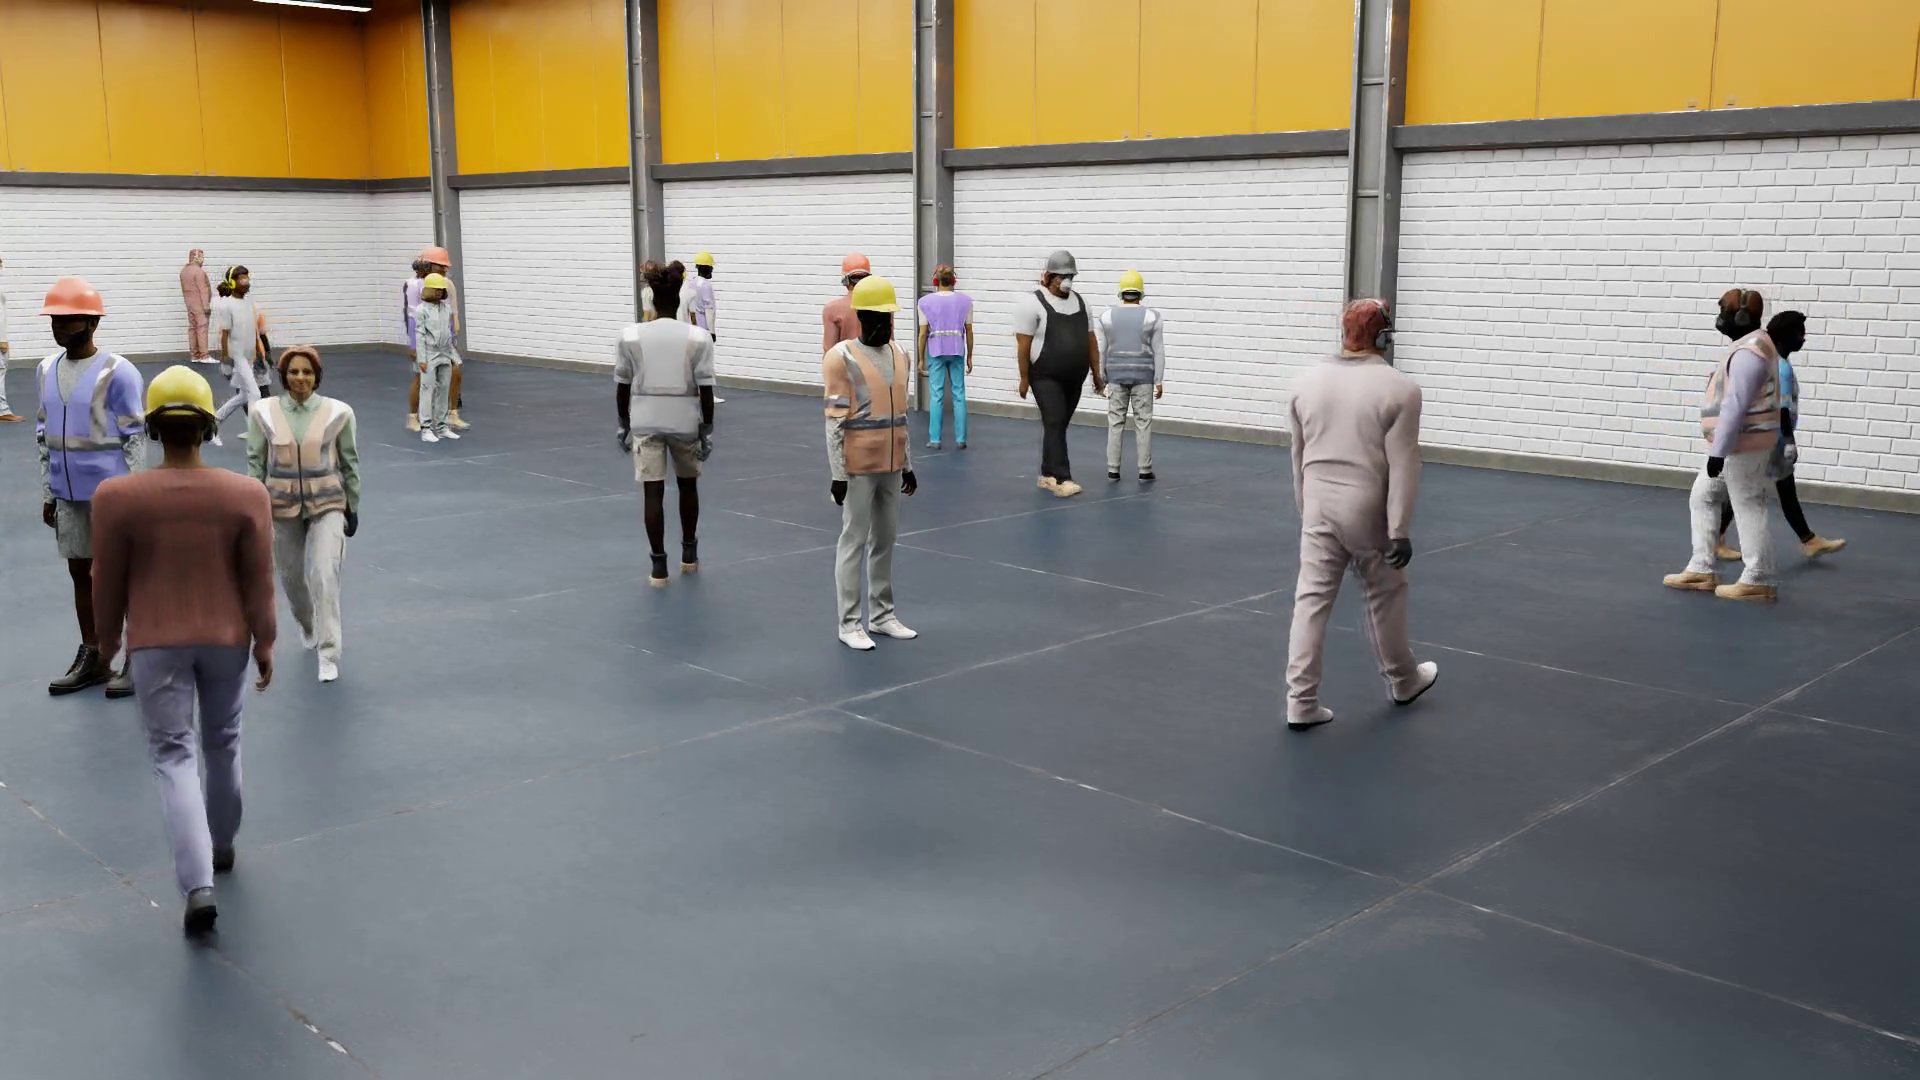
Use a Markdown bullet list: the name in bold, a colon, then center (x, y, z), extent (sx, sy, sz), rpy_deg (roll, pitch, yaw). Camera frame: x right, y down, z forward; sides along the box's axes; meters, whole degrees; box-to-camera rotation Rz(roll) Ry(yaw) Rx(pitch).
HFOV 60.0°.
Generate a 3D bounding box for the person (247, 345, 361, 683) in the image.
- **person**: center (-3.201, -0.161, 8.175), extent (0.510, 1.615, 0.728), rpy_deg (-2, 11, -13)

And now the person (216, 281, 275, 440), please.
- **person**: center (-7.432, -1.879, 17.404), extent (0.403, 1.662, 0.640), rpy_deg (5, 11, 25)

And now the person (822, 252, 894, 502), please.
- **person**: center (-0.808, -1.262, 13.239), extent (0.612, 1.964, 0.375), rpy_deg (-5, 11, -24)

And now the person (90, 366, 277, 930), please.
- **person**: center (-2.424, 0.316, 5.254), extent (0.521, 1.729, 0.875), rpy_deg (-7, 13, -34)

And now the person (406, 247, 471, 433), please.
- **person**: center (-5.636, -2.145, 17.954), extent (0.852, 1.999, 0.643), rpy_deg (6, 12, 31)

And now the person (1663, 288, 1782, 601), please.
- **person**: center (4.469, -0.556, 9.763), extent (0.732, 1.817, 0.665), rpy_deg (5, 11, 25)

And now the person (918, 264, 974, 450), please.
- **person**: center (-0.142, -1.815, 16.561), extent (0.564, 1.850, 0.390), rpy_deg (-2, 11, -10)

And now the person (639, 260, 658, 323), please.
- **person**: center (-3.704, -2.506, 20.383), extent (0.538, 1.828, 0.513), rpy_deg (4, 11, 22)

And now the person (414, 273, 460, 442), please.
- **person**: center (-5.435, -1.897, 17.302), extent (0.323, 1.741, 0.492), rpy_deg (5, 12, 26)

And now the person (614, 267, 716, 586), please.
- **person**: center (-1.830, -0.720, 10.367), extent (0.630, 1.932, 0.886), rpy_deg (-1, 10, -8)

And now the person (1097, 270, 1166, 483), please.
- **person**: center (1.477, -1.401, 14.342), extent (0.597, 1.836, 0.404), rpy_deg (3, 11, 15)

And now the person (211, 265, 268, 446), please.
- **person**: center (-7.237, -1.823, 16.622), extent (0.823, 1.847, 0.518), rpy_deg (1, 10, 5)

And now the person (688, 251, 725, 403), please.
- **person**: center (-3.261, -2.708, 21.220), extent (0.370, 1.927, 0.588), rpy_deg (-7, 12, -32)

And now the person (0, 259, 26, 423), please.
- **person**: center (-11.016, -2.294, 18.950), extent (0.629, 1.934, 0.377), rpy_deg (9, 14, 40)

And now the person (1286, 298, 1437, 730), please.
- **person**: center (1.767, -0.124, 7.315), extent (0.674, 1.851, 0.980), rpy_deg (10, 14, 43)

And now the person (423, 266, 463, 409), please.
- **person**: center (-6.359, -2.564, 20.435), extent (0.380, 1.930, 0.549), rpy_deg (-1, 10, -6)

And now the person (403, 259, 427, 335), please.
- **person**: center (-7.530, -3.074, 23.558), extent (0.646, 1.804, 0.510), rpy_deg (-3, 11, -15)

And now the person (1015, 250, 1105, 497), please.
- **person**: center (0.883, -1.374, 13.638), extent (0.703, 2.000, 0.904), rpy_deg (-7, 12, -33)

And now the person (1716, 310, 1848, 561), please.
- **person**: center (5.324, -0.660, 10.799), extent (0.893, 1.642, 0.553), rpy_deg (4, 11, 21)

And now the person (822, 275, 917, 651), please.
- **person**: center (-0.446, -0.402, 8.645), extent (0.368, 1.926, 0.594), rpy_deg (9, 14, 40)

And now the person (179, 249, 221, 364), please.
- **person**: center (-12.690, -3.893, 27.759), extent (0.636, 1.901, 0.406), rpy_deg (8, 13, 37)

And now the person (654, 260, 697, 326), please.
- **person**: center (-3.376, -2.391, 19.737), extent (0.546, 1.843, 0.631), rpy_deg (-4, 11, -20)

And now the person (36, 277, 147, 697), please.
- **person**: center (-4.025, -0.235, 7.696), extent (0.546, 1.942, 0.352), rpy_deg (2, 11, 13)
